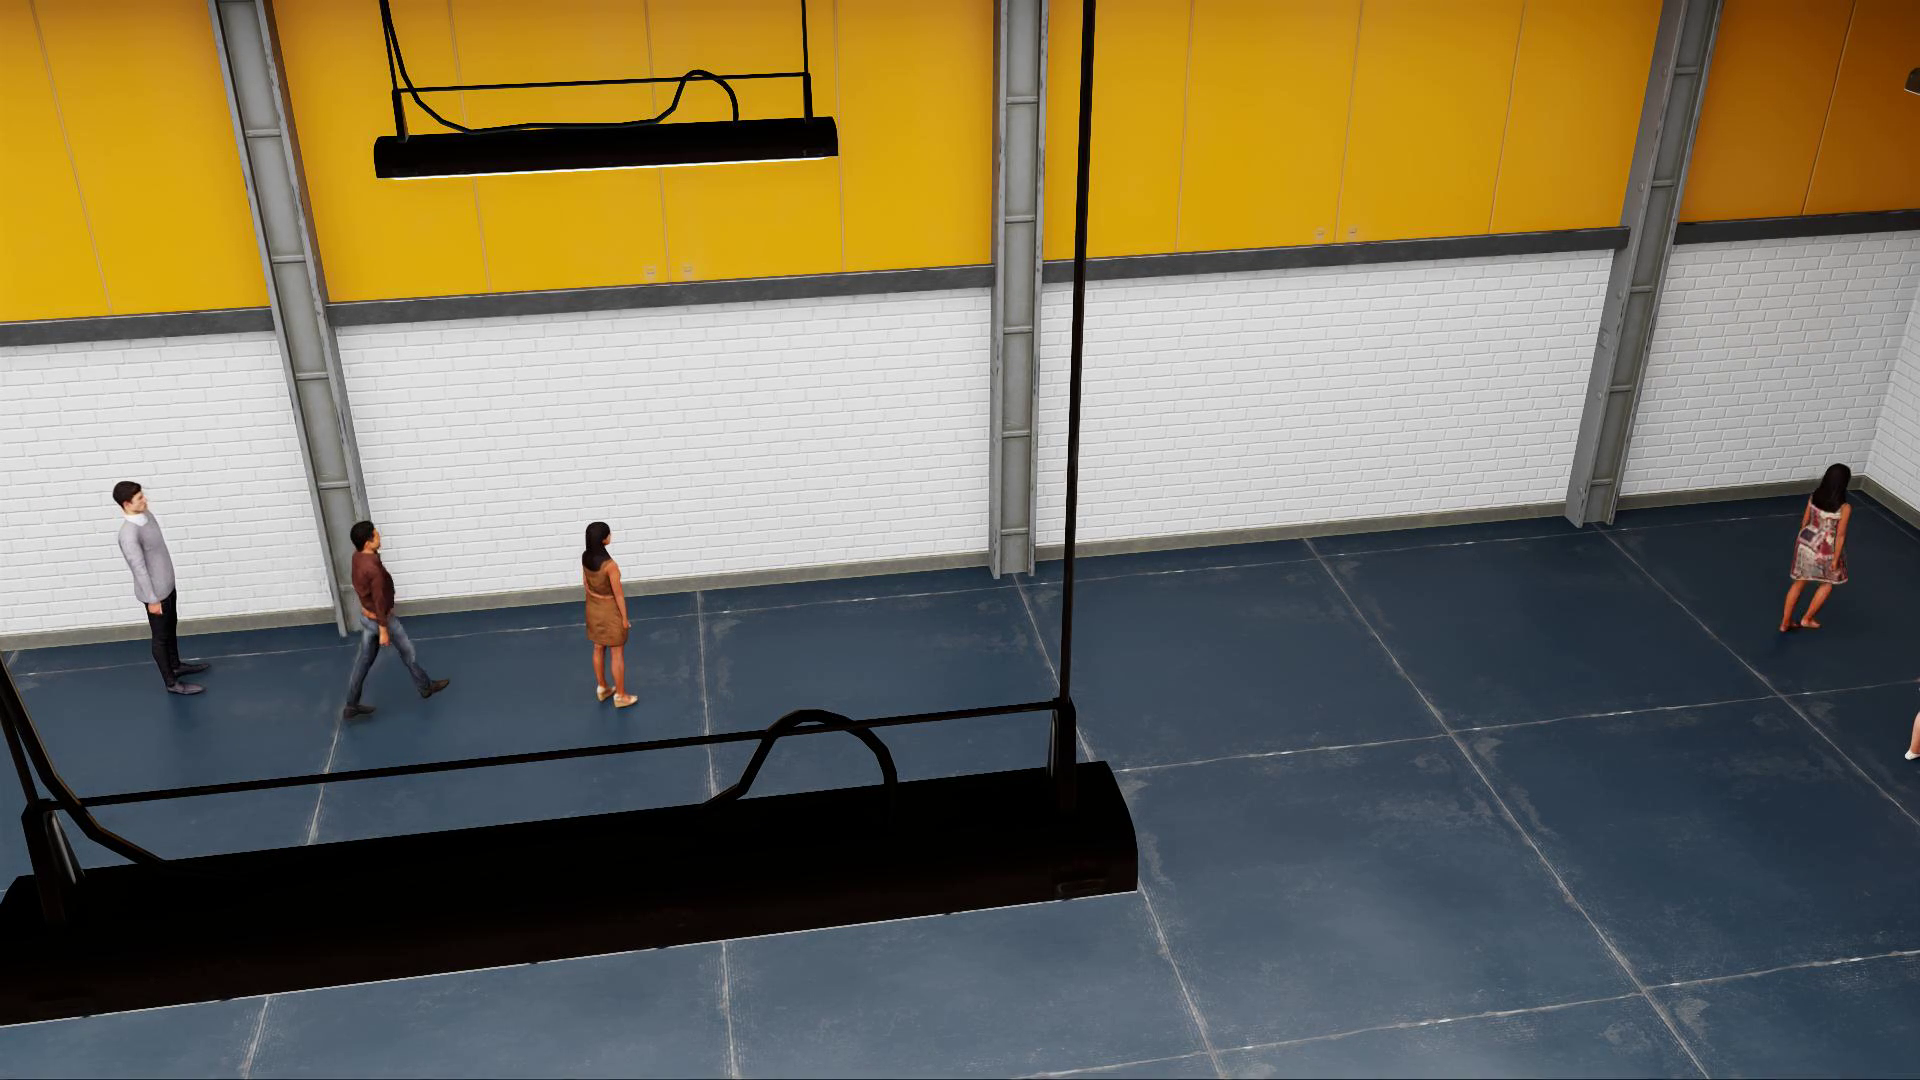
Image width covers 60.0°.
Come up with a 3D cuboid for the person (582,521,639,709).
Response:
[{"bbox_3d":[-2.914,0.606,13.684,0.645,1.688,0.698,20,34,32],"label":"person"}]

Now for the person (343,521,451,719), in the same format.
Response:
[{"bbox_3d":[-4.804,0.684,13.491,1.240,1.736,1.036,-21,35,-34],"label":"person"}]

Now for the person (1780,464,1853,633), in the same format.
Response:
[{"bbox_3d":[7.501,0.113,14.652,0.802,1.626,0.748,-15,32,-25],"label":"person"}]

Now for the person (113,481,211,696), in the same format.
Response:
[{"bbox_3d":[-6.715,0.378,13.856,0.620,1.924,0.733,-6,29,-11],"label":"person"}]
